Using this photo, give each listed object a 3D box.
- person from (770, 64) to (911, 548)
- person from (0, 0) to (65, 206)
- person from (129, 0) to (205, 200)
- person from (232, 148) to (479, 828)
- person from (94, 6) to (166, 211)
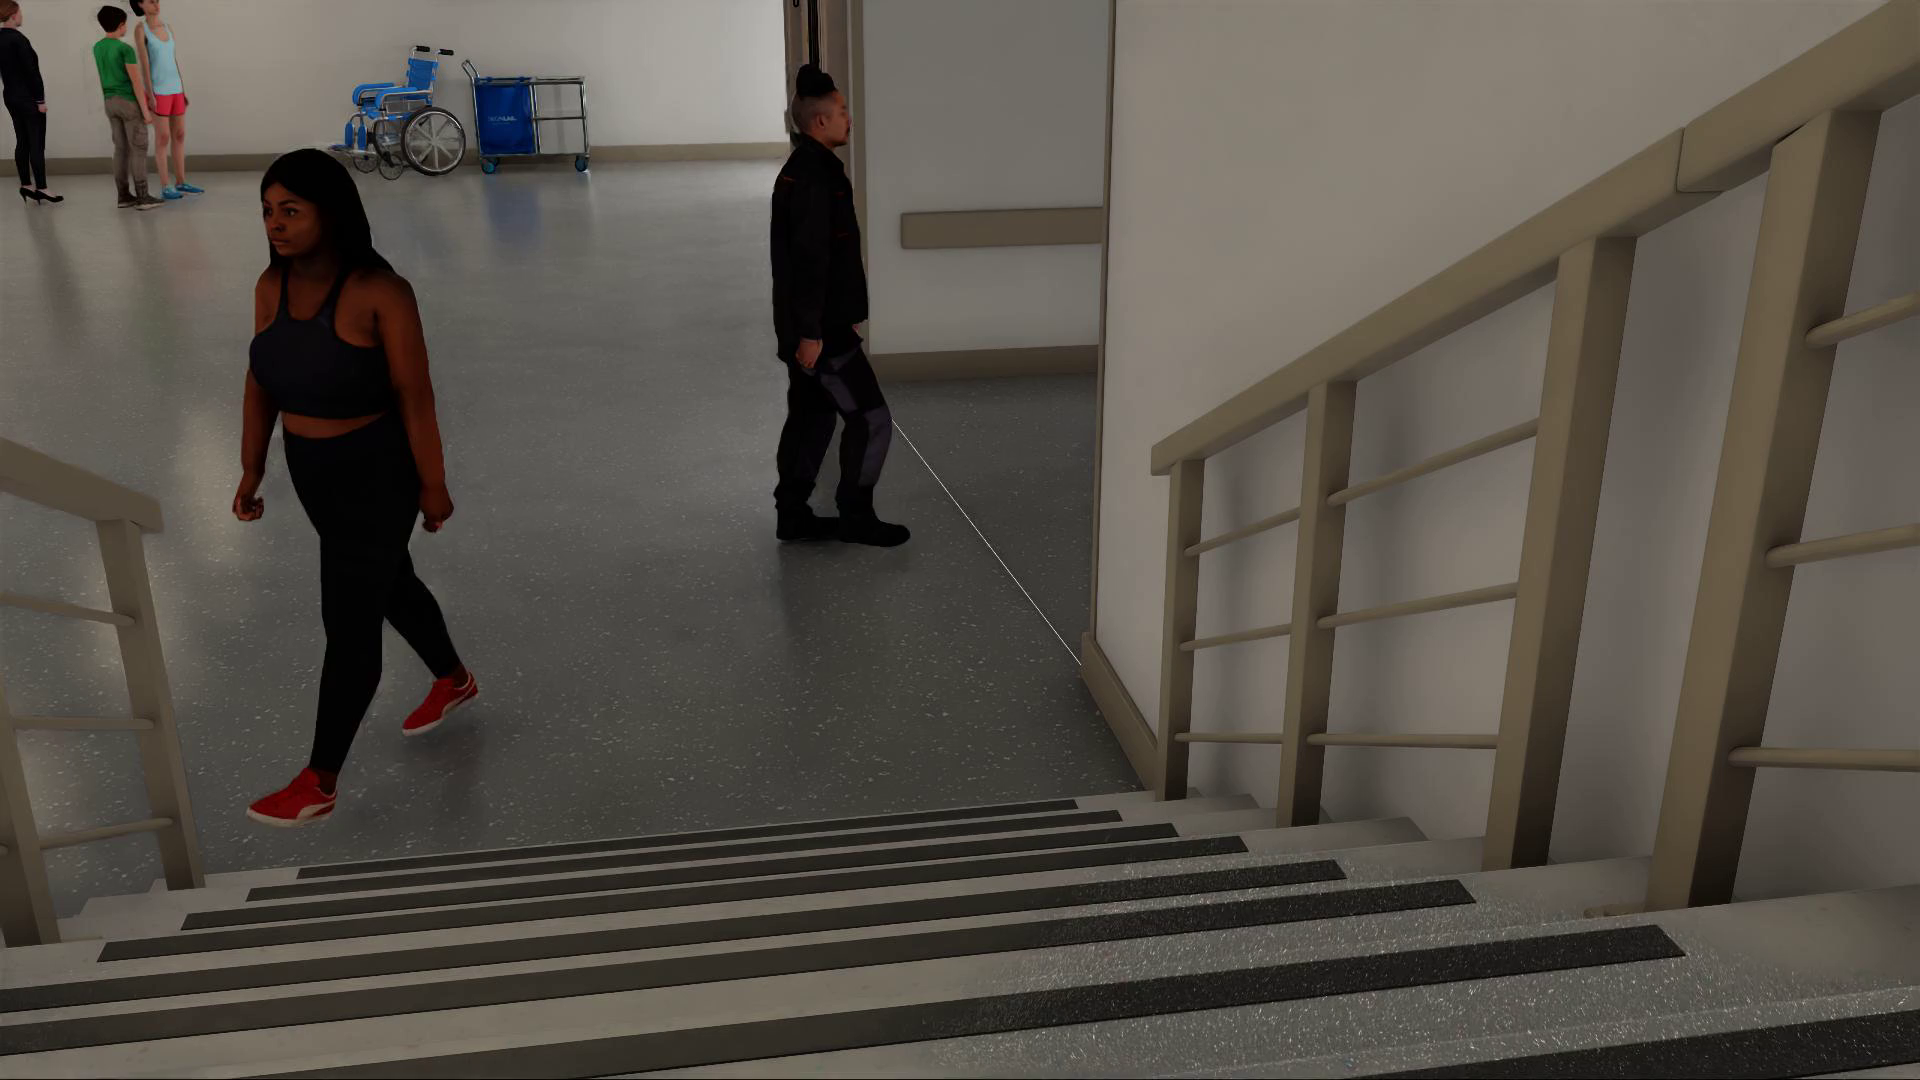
[{"bbox_3d":[-0.624,-0.851,6.343,0.831,1.849,0.690,-3,21,-8],"label":"person"},{"bbox_3d":[-7.981,-3.725,14.165,0.695,1.684,0.739,12,24,28],"label":"person"},{"bbox_3d":[-6.905,-3.870,14.435,0.755,1.765,0.662,7,22,18],"label":"person"},{"bbox_3d":[-1.641,-0.169,4.672,1.124,1.759,1.315,9,22,22],"label":"person"},{"bbox_3d":[-6.985,-3.605,13.903,0.678,1.646,0.710,10,23,25],"label":"person"}]
